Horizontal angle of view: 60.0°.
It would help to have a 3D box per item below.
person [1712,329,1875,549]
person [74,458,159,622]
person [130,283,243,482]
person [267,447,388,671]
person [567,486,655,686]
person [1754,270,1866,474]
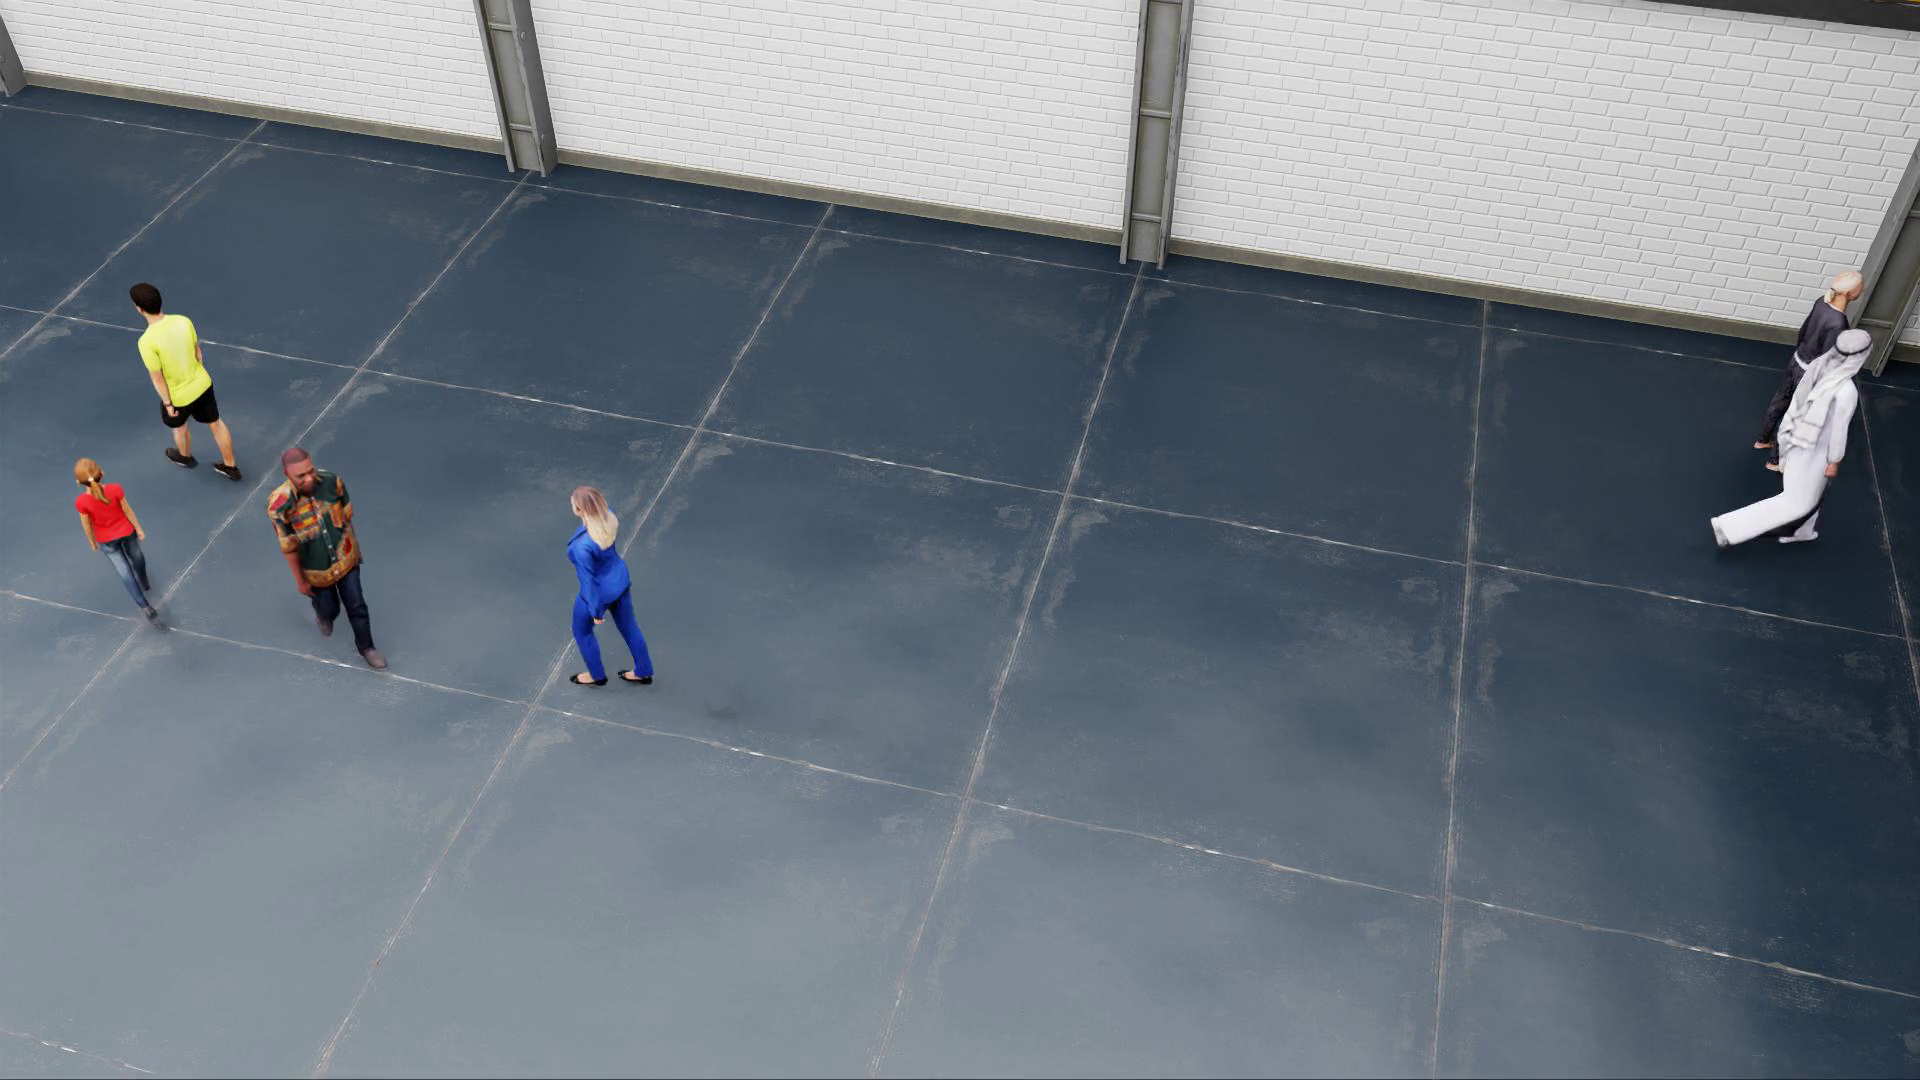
[{"bbox_3d":[5.870,-0.642,11.619,1.211,1.903,0.885,-2,44,-2],"label":"person"},{"bbox_3d":[-5.757,0.005,11.387,0.807,1.286,0.926,-28,50,-26],"label":"person"},{"bbox_3d":[-5.662,-1.113,12.276,0.996,1.679,0.801,24,48,23],"label":"person"},{"bbox_3d":[-4.205,0.085,10.934,0.961,1.796,1.080,-34,53,-30],"label":"person"},{"bbox_3d":[-2.194,0.351,10.738,0.768,1.682,0.662,11,45,12],"label":"person"},{"bbox_3d":[6.349,-1.289,12.428,0.596,1.725,0.649,2,44,2],"label":"person"}]
